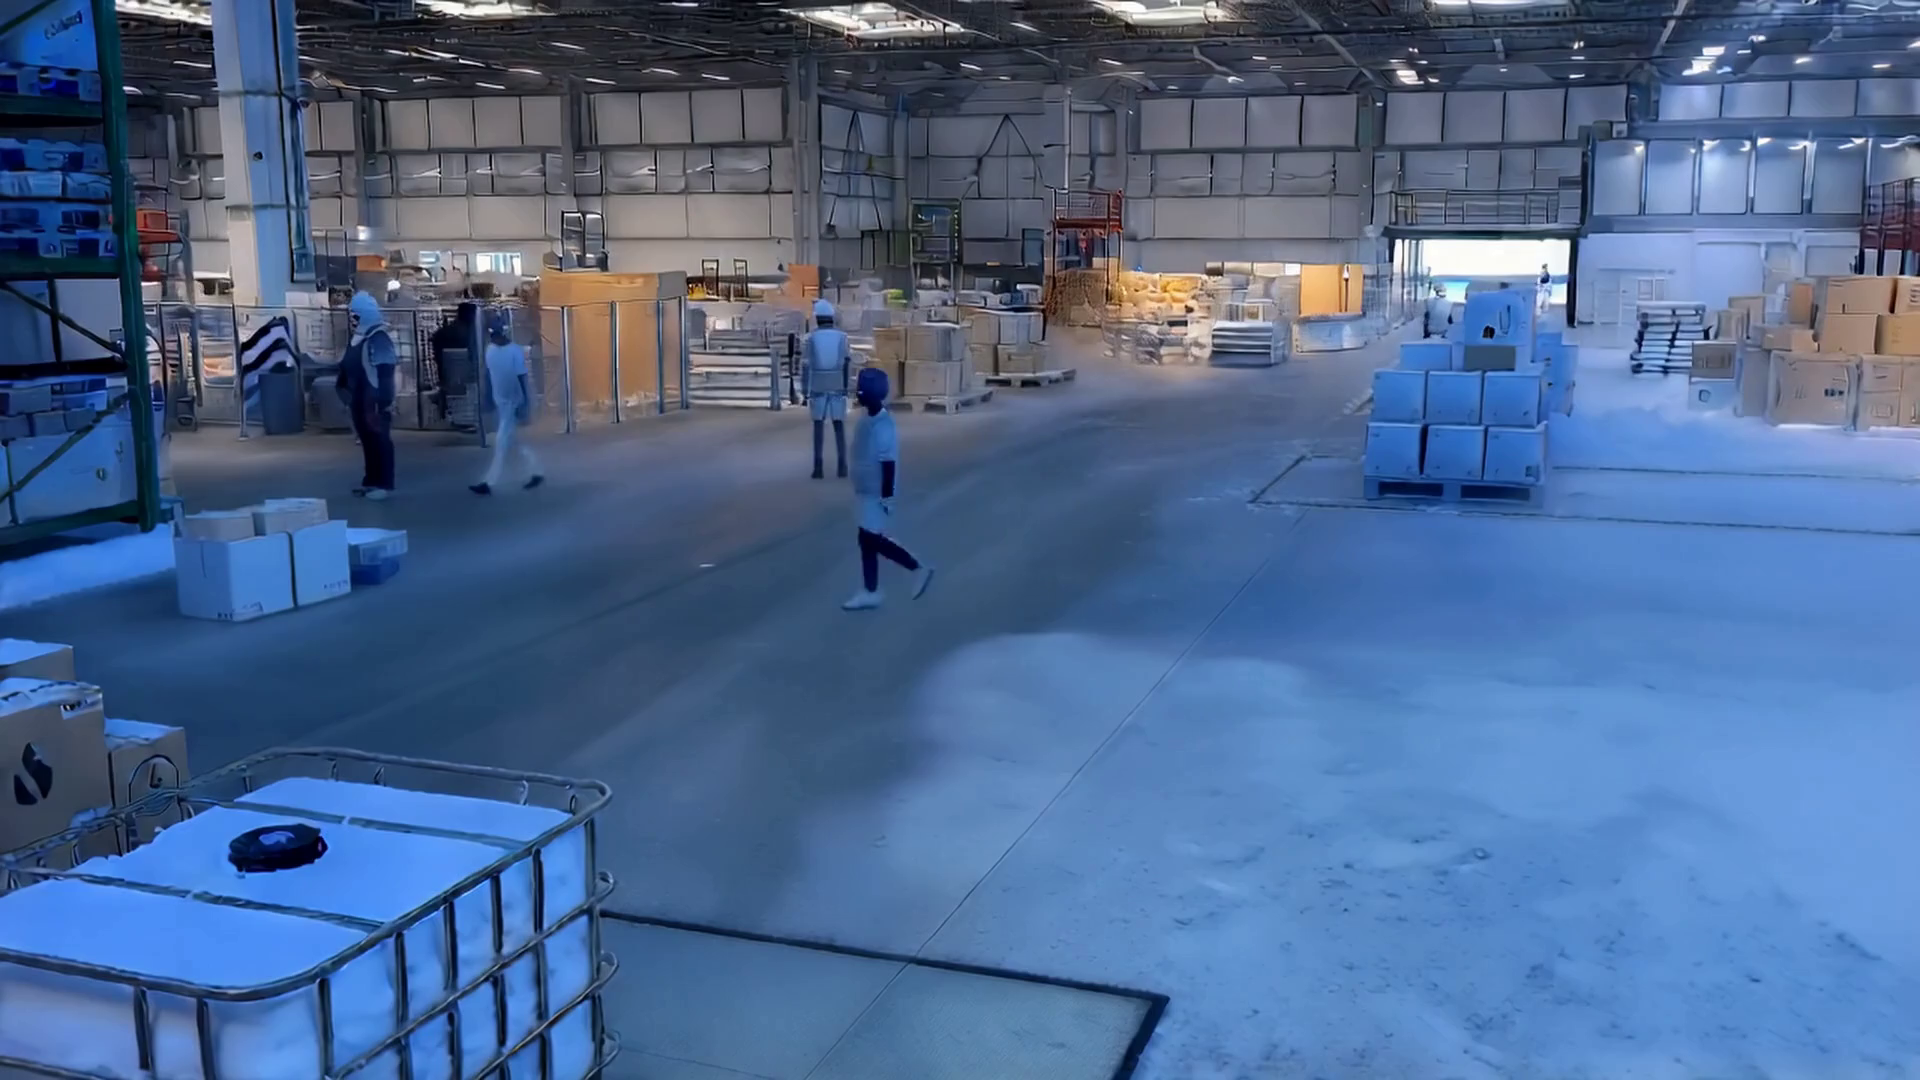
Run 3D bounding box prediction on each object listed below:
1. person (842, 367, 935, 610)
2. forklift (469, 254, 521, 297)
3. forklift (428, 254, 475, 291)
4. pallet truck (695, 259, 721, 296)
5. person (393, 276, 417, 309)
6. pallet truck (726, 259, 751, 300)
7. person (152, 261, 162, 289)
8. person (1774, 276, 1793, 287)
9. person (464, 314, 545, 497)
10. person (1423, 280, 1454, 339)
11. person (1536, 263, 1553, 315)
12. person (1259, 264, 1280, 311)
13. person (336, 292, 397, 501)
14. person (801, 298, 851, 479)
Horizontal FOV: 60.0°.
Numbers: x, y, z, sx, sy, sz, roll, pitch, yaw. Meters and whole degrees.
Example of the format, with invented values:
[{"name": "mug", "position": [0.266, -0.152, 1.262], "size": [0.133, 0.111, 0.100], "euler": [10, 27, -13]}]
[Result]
[{"name": "person", "position": [-0.516, -0.341, 11.373], "size": [0.540, 1.682, 0.540], "euler": [-3, 11, -17]}, {"name": "forklift", "position": [-17.990, -10.121, 64.684], "size": [1.157, 1.987, 2.680], "euler": [3, 11, 17]}, {"name": "forklift", "position": [-20.133, -10.254, 65.465], "size": [1.157, 1.987, 2.680], "euler": [3, 11, 19]}, {"name": "pallet truck", "position": [-9.165, -9.627, 62.776], "size": [0.823, 1.965, 1.885], "euler": [4, 11, 23]}, {"name": "person", "position": [-13.168, -5.381, 39.516], "size": [0.533, 1.768, 0.311], "euler": [-4, 11, -19]}, {"name": "pallet truck", "position": [-7.986, -9.493, 62.019], "size": [0.823, 1.965, 1.885], "euler": [3, 11, 17]}, {"name": "person", "position": [-33.908, -10.888, 70.382], "size": [0.389, 1.832, 0.659], "euler": [-2, 10, -10]}, {"name": "person", "position": [13.175, -3.214, 26.658], "size": [0.615, 1.997, 0.373], "euler": [-10, 14, -44]}, {"name": "person", "position": [-4.583, -1.359, 16.740], "size": [0.507, 1.814, 1.036], "euler": [8, 13, 39]}, {"name": "person", "position": [8.725, -3.797, 30.305], "size": [0.534, 1.868, 0.309], "euler": [4, 11, 19]}, {"name": "person", "position": [20.792, -8.928, 59.207], "size": [0.591, 1.874, 0.456], "euler": [4, 11, 21]}, {"name": "person", "position": [7.995, -6.067, 42.679], "size": [0.661, 2.009, 0.857], "euler": [9, 13, 41]}, {"name": "person", "position": [-5.837, -1.405, 16.350], "size": [0.538, 2.000, 0.684], "euler": [-8, 13, -39]}, {"name": "person", "position": [-1.442, -1.623, 17.864], "size": [0.542, 1.939, 0.365], "euler": [-2, 10, -14]}]
